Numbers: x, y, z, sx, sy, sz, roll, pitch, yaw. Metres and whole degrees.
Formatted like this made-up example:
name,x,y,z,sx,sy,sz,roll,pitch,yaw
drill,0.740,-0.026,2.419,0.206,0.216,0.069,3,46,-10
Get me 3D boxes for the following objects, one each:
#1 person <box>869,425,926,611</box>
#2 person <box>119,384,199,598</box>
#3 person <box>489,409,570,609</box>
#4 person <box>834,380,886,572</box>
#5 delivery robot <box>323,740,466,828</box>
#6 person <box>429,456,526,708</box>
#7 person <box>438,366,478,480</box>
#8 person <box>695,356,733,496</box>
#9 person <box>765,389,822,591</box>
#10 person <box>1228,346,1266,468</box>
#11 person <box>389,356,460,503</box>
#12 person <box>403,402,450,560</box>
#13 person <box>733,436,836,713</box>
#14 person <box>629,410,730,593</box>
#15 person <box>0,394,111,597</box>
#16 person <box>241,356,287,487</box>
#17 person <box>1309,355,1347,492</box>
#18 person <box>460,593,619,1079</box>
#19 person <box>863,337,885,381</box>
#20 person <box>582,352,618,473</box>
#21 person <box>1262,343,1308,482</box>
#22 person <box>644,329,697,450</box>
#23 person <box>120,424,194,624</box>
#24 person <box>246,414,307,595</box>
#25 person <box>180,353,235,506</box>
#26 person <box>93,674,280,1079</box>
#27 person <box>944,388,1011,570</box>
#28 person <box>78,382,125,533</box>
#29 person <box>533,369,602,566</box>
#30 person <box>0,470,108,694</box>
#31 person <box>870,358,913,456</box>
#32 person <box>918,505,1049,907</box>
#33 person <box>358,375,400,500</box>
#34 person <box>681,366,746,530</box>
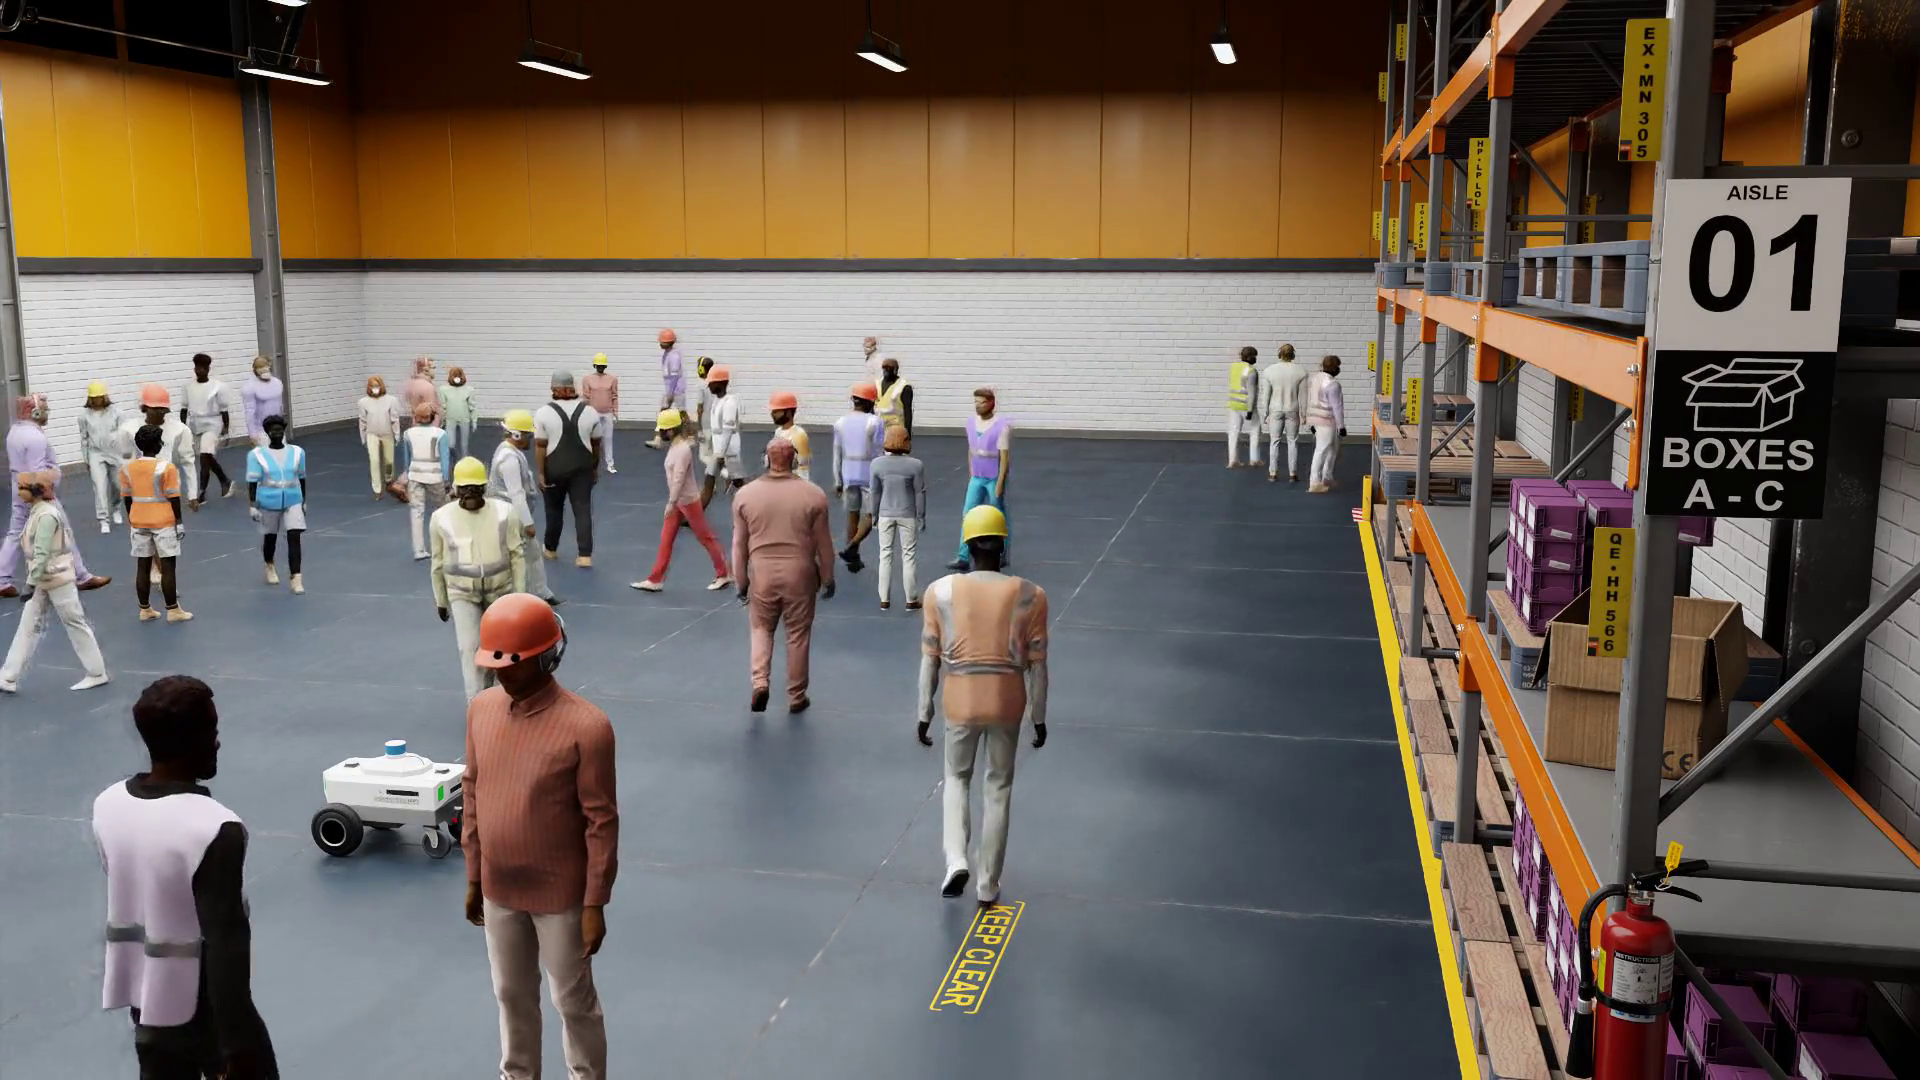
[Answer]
name,x,y,z,sx,sy,sz,roll,pitch,yaw
person,-0.541,-0.187,14.565,0.507,1.633,0.278,2,10,11
person,-7.440,-0.486,15.437,0.621,1.964,1.108,-6,11,-33
person,-3.709,-0.223,14.267,0.786,1.798,0.602,-2,10,-11
person,-0.987,-0.598,16.194,0.589,1.913,0.633,4,10,23
delivery robot,-2.922,1.286,8.651,0.707,0.478,0.477,2,10,12
person,-3.203,0.319,11.056,0.586,1.797,0.900,-4,10,-24
person,-6.990,-1.612,23.166,0.530,1.617,0.352,-3,10,-18
person,-3.185,-1.460,21.611,0.623,1.855,0.518,5,11,29
person,-1.533,-0.405,15.010,0.471,1.925,0.560,-4,10,-23
person,4.311,-1.978,24.831,0.714,1.814,0.620,-6,11,-30
person,-6.849,-1.410,21.232,0.933,1.872,0.654,-5,11,-30
person,-5.479,-0.626,17.271,0.545,1.598,0.807,2,10,10
person,-1.176,0.249,11.151,0.672,1.895,0.508,1,9,4
person,-2.564,-0.354,15.356,0.951,1.698,0.535,-5,10,-26
person,-8.438,-0.407,15.230,0.654,1.853,0.996,8,12,40
person,-8.699,-1.355,20.809,0.497,1.896,0.653,5,10,25
person,4.944,-1.543,22.164,0.675,1.822,0.628,-1,10,-8
person,-1.406,1.143,5.492,0.608,1.987,0.388,4,10,25
person,-1.396,-2.372,27.067,0.936,1.859,0.668,-5,10,-26
person,-5.203,-1.834,24.106,0.522,1.765,0.317,-4,10,-23
person,4.527,-1.769,23.176,0.636,1.939,0.365,2,10,11
person,-4.734,-2.452,27.144,0.970,1.983,0.633,-6,11,-33
person,-6.793,-0.132,14.046,0.540,1.696,0.316,2,10,11
person,-6.358,-0.354,15.489,0.538,1.662,0.845,-6,11,-33
person,-9.579,-1.434,21.211,0.623,1.927,0.953,2,10,10
person,-2.224,1.311,4.775,0.607,1.893,0.855,6,11,31
person,0.186,-0.576,16.345,0.602,1.812,0.840,9,13,42
person,-9.800,-0.971,19.055,0.493,1.713,0.797,-6,11,-31
person,-3.972,-0.765,16.820,0.699,2.000,1.040,-5,11,-28
person,-6.474,0.312,11.677,0.836,1.594,0.515,-8,13,-41
person,-0.876,-1.517,22.036,0.626,1.817,0.770,8,12,38
person,0.116,0.786,7.880,0.612,1.902,0.462,1,9,4
person,-7.544,-1.347,21.623,0.499,1.609,0.666,-3,10,-20
person,-2.737,-1.022,18.830,0.976,1.882,0.569,-5,11,-28
